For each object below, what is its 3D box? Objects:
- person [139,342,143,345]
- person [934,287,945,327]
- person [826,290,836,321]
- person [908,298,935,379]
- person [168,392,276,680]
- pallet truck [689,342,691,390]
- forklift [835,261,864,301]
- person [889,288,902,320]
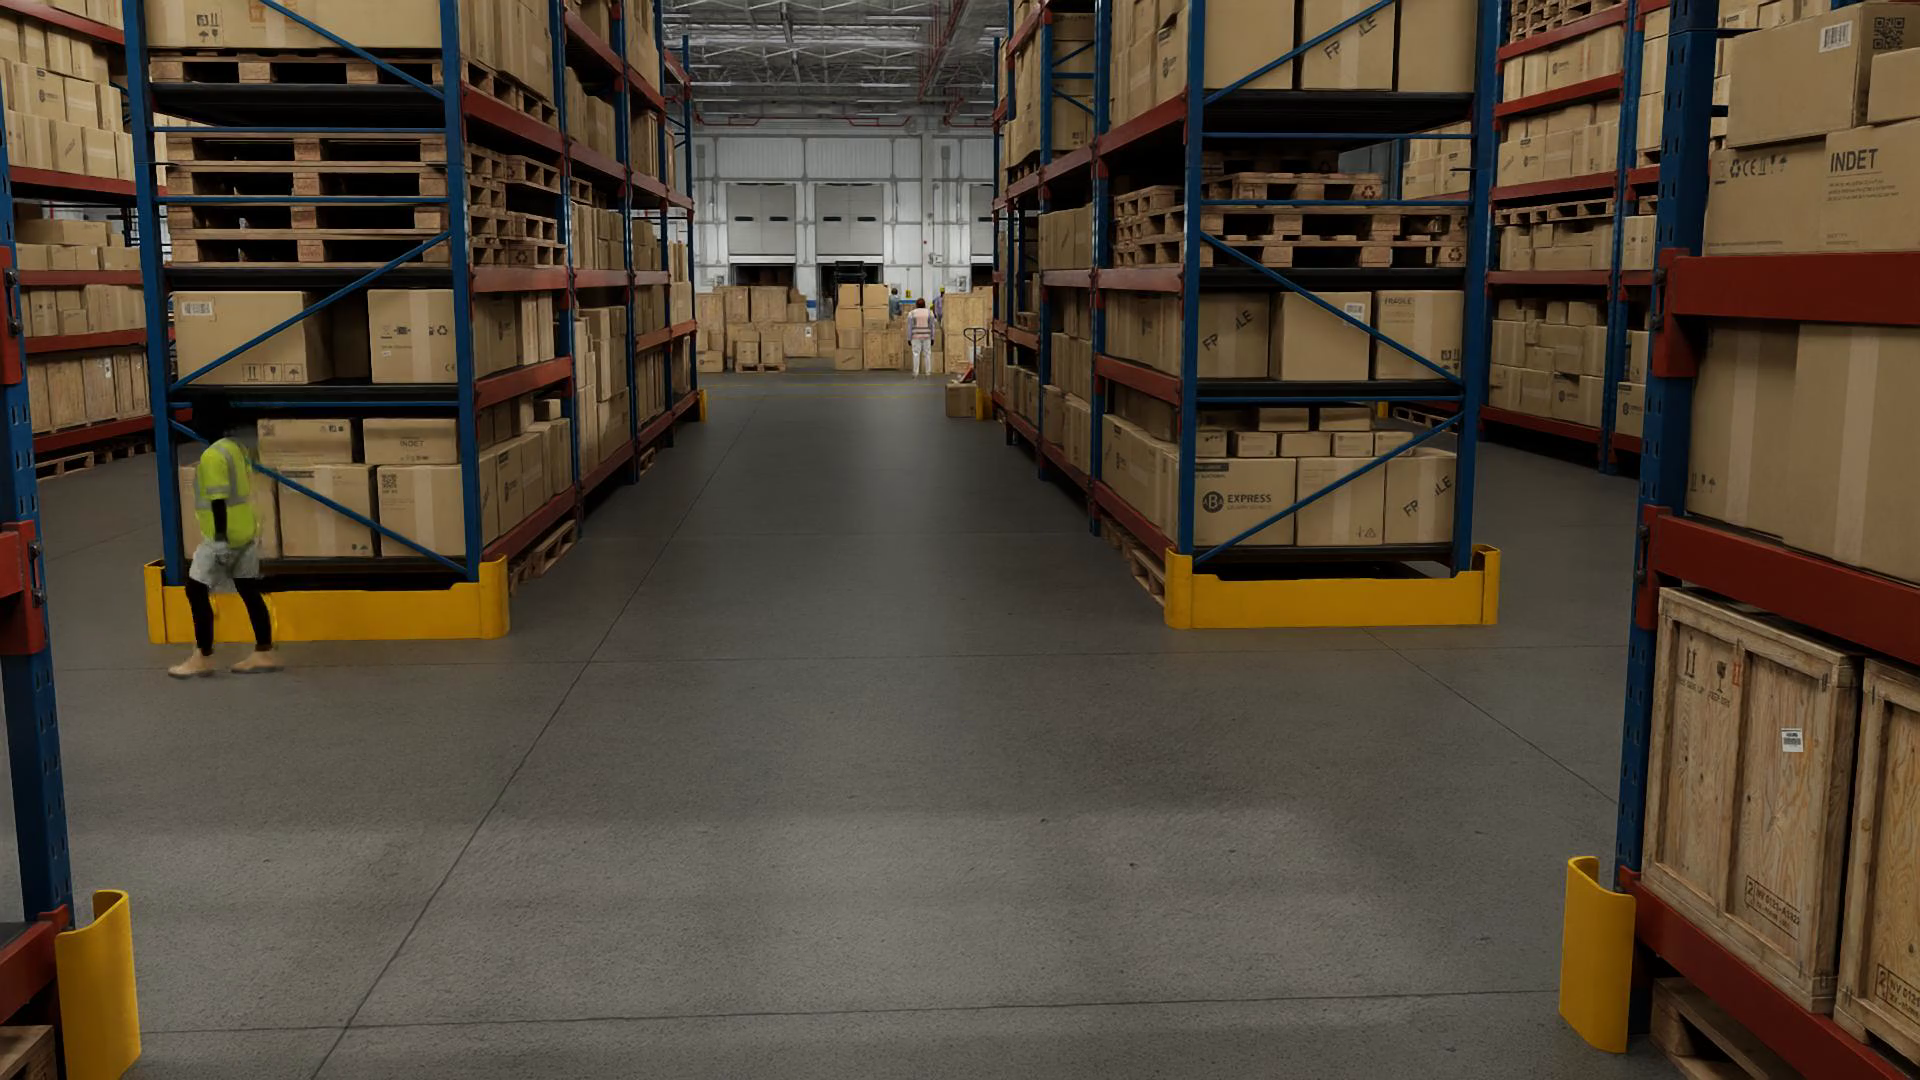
[{"bbox_3d":[-23.260,-6.113,47.398,0.510,1.865,0.329,1,9,7],"label":"person"},{"bbox_3d":[-0.645,-8.310,60.993,0.585,1.927,0.366,-1,9,-6],"label":"person"},{"bbox_3d":[-4.189,-7.232,54.378,1.040,1.889,0.631,-1,9,-7],"label":"person"},{"bbox_3d":[-0.886,-4.590,37.907,0.632,1.843,0.429,-2,9,-11],"label":"person"},{"bbox_3d":[-4.377,-0.020,9.703,0.687,1.666,0.553,-1,9,-8],"label":"person"},{"bbox_3d":[-5.225,-3.008,27.480,1.885,1.965,0.823,2,9,14],"label":"pallet truck"},{"bbox_3d":[-3.584,-7.683,54.074,1.129,2.768,1.873,-1,9,-4],"label":"forklift"},{"bbox_3d":[-2.303,-7.825,57.970,0.635,1.927,0.372,4,10,23],"label":"person"}]
